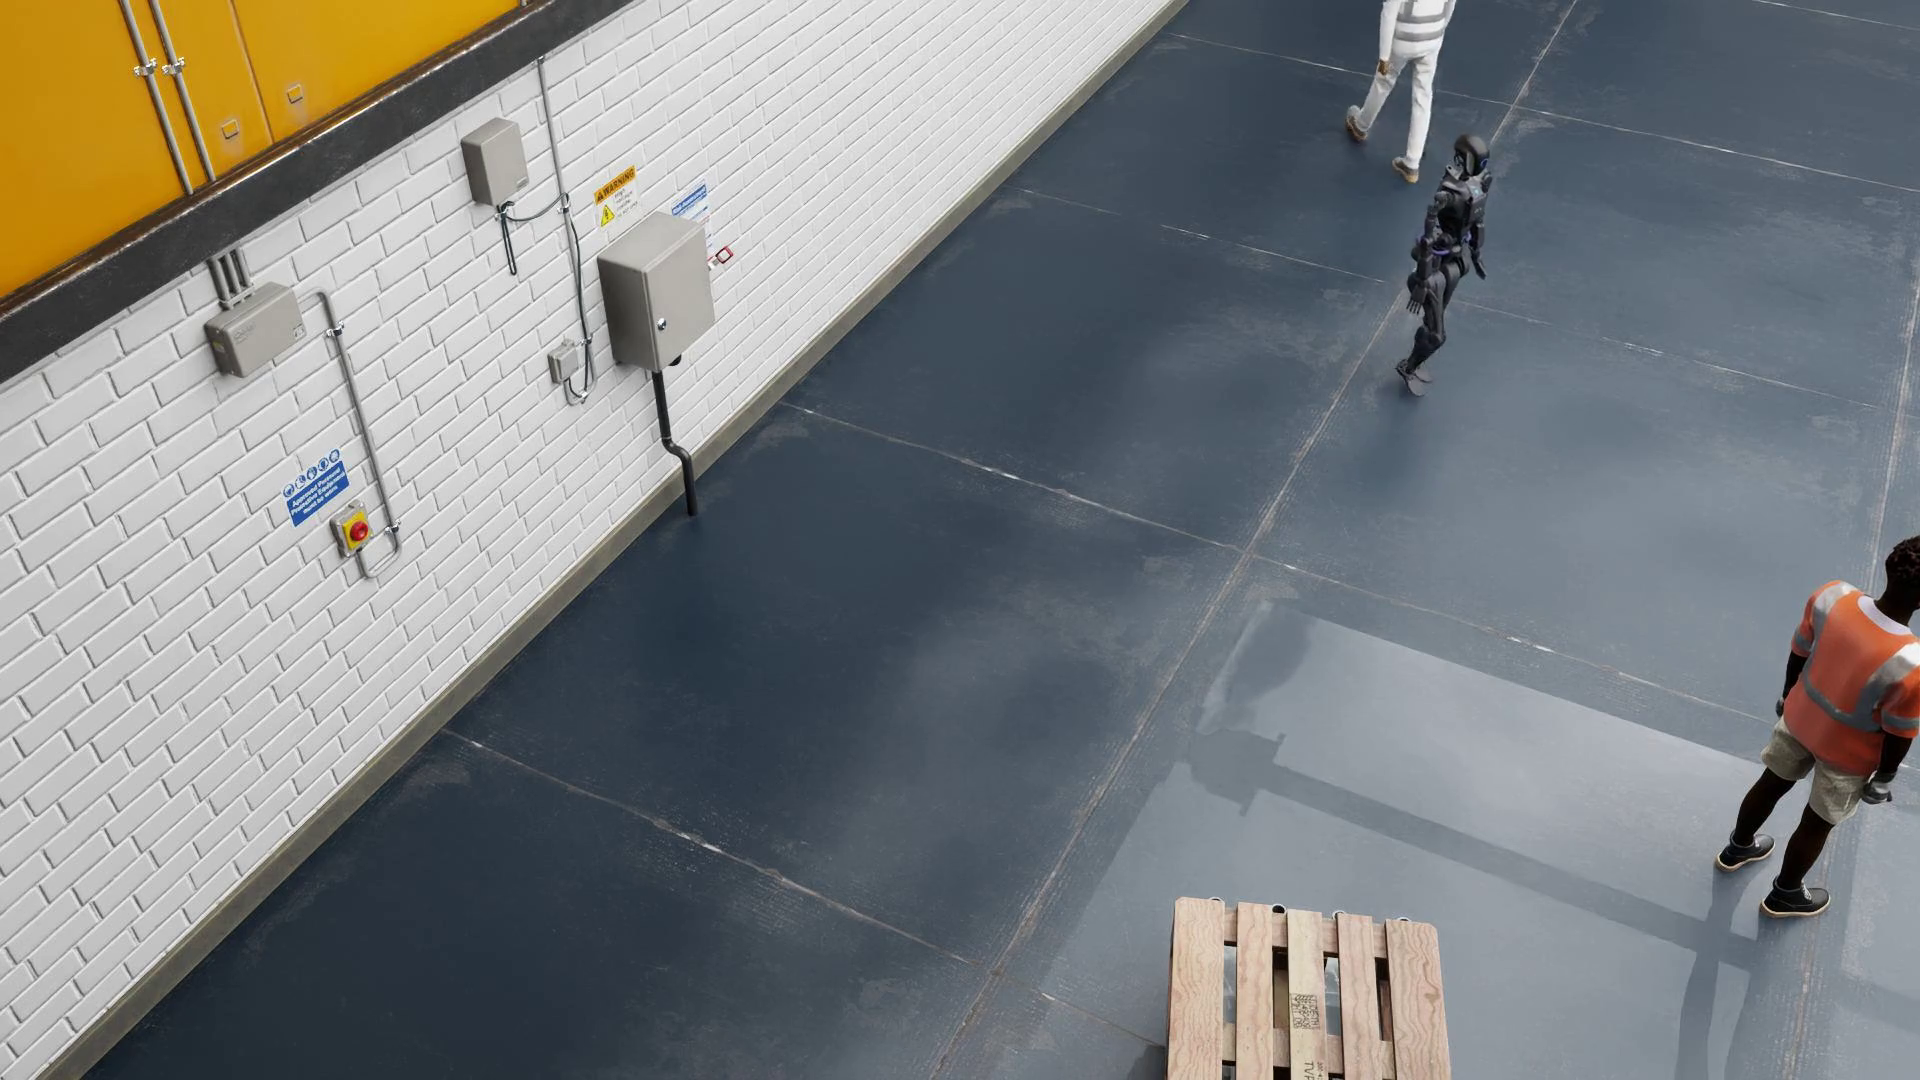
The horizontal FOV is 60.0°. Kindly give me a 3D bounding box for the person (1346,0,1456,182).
[{"bbox_3d":[3.167,-3.544,11.745,0.586,1.835,0.956,-6,41,-7],"label":"person"}]

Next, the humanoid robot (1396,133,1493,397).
[{"bbox_3d":[2.803,-1.599,9.614,0.590,1.649,0.371,-29,49,-30],"label":"humanoid robot"}]

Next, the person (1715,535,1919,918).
[{"bbox_3d":[3.516,0.760,6.659,0.366,1.965,0.605,-14,43,-16],"label":"person"}]
